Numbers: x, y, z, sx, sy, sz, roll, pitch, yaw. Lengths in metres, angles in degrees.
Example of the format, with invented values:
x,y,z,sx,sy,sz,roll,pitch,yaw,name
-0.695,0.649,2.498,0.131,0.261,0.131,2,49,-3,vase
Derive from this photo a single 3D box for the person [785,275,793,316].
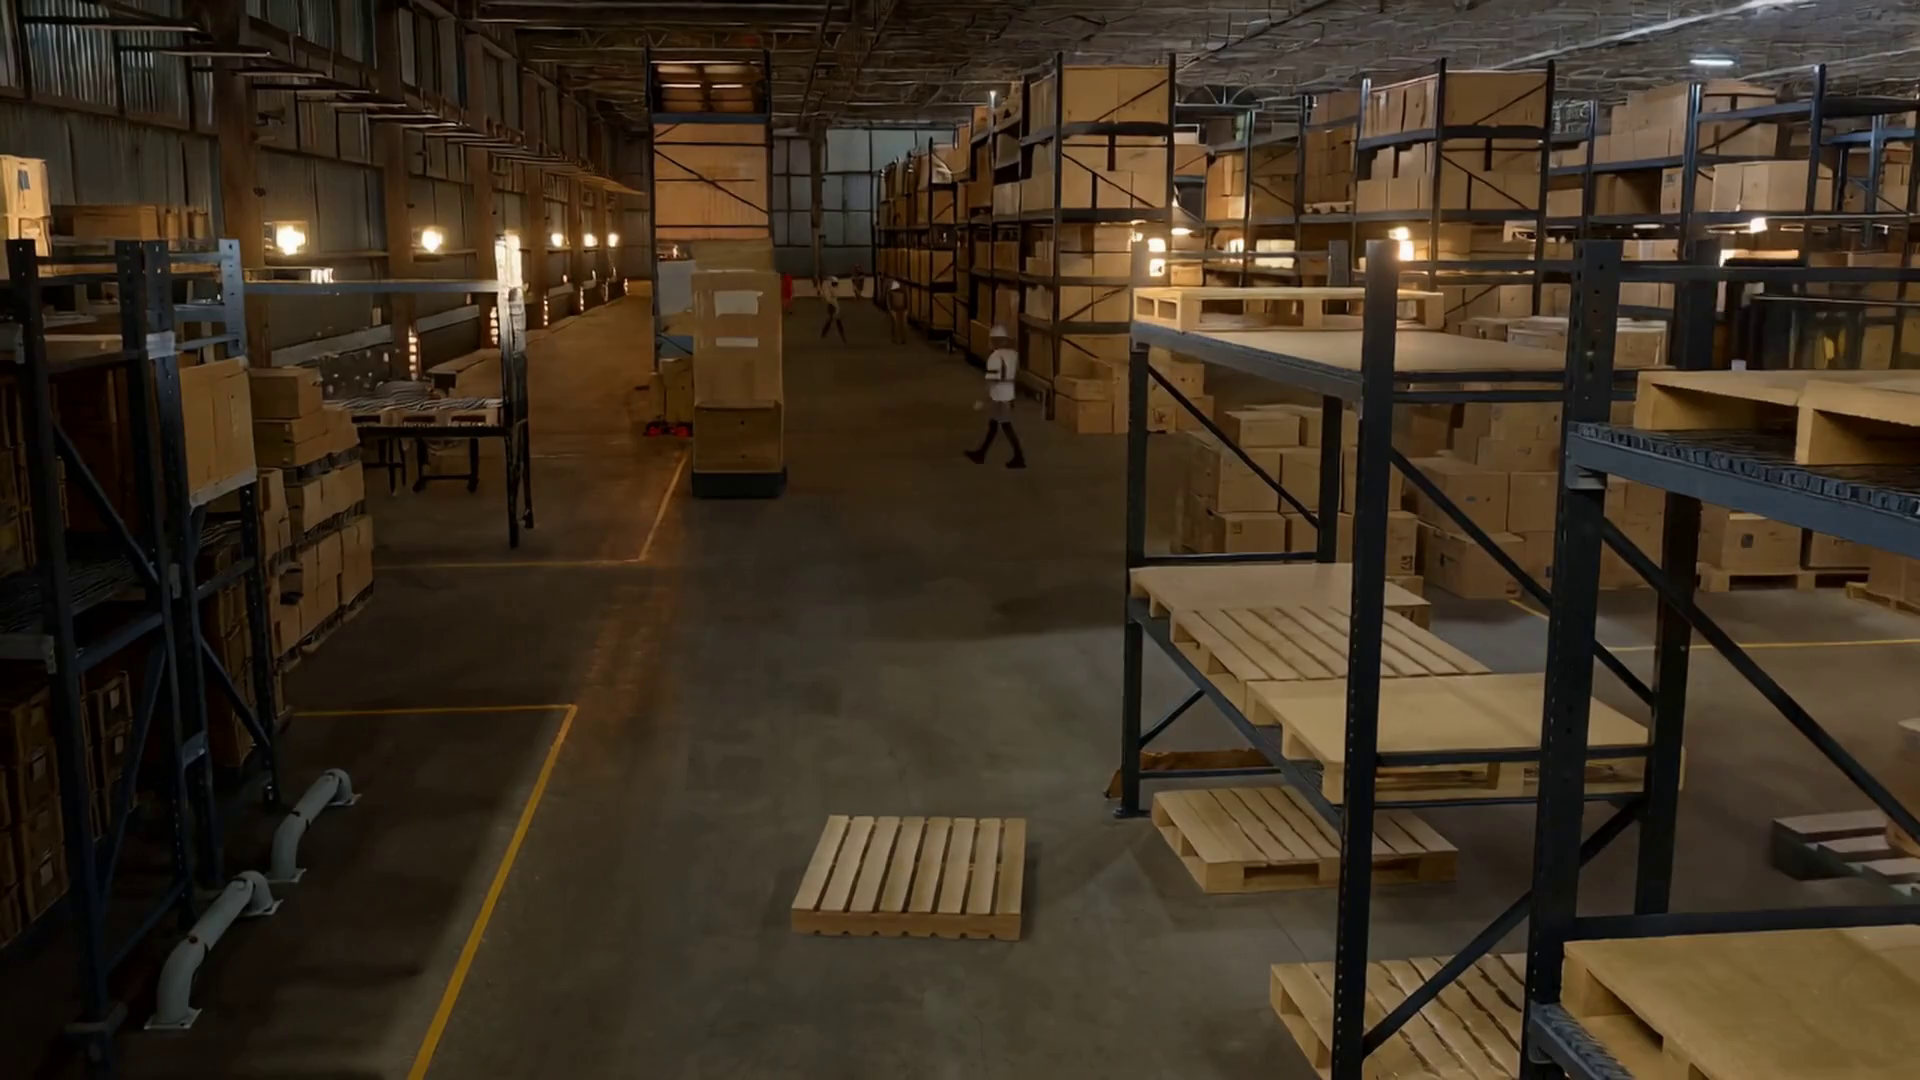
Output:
x,y,z,sx,sy,sz,roll,pitch,yaw,name
-6.879,-9.849,66.939,0.310,1.642,0.514,0,10,-3,person

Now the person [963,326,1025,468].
x,y,z,sx,sy,sz,roll,pitch,yaw,name
0.473,-1.914,22.302,1.003,1.879,0.567,5,11,25,person

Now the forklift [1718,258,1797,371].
x,y,z,sx,sy,sz,roll,pitch,yaw,name
8.995,-1.813,18.978,1.873,2.768,1.129,-1,10,-7,forklift

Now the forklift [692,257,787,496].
x,y,z,sx,sy,sz,roll,pitch,yaw,name
-2.694,-2.025,20.154,1.129,2.768,1.873,-1,10,-6,forklift

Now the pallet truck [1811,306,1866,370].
x,y,z,sx,sy,sz,roll,pitch,yaw,name
15.846,-3.142,28.793,1.885,1.965,0.823,2,10,12,pallet truck

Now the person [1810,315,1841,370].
x,y,z,sx,sy,sz,roll,pitch,yaw,name
13.130,-2.465,25.290,0.397,1.911,0.587,10,14,43,person

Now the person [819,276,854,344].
x,y,z,sx,sy,sz,roll,pitch,yaw,name
-3.658,-6.711,48.612,1.063,1.989,0.616,-1,10,-6,person

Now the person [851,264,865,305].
x,y,z,sx,sy,sz,roll,pitch,yaw,name
-4.783,-11.924,77.673,0.647,1.920,0.707,2,10,11,person

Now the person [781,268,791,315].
x,y,z,sx,sy,sz,roll,pitch,yaw,name
-7.108,-10.033,67.253,0.405,1.909,0.654,5,11,24,person

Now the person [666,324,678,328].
x,y,z,sx,sy,sz,roll,pitch,yaw,name
-7.498,-5.705,43.825,0.540,1.695,0.317,-8,13,-37,person

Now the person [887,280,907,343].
x,y,z,sx,sy,sz,roll,pitch,yaw,name
-1.866,-6.763,49.259,0.637,1.867,0.988,-2,11,-13,person
